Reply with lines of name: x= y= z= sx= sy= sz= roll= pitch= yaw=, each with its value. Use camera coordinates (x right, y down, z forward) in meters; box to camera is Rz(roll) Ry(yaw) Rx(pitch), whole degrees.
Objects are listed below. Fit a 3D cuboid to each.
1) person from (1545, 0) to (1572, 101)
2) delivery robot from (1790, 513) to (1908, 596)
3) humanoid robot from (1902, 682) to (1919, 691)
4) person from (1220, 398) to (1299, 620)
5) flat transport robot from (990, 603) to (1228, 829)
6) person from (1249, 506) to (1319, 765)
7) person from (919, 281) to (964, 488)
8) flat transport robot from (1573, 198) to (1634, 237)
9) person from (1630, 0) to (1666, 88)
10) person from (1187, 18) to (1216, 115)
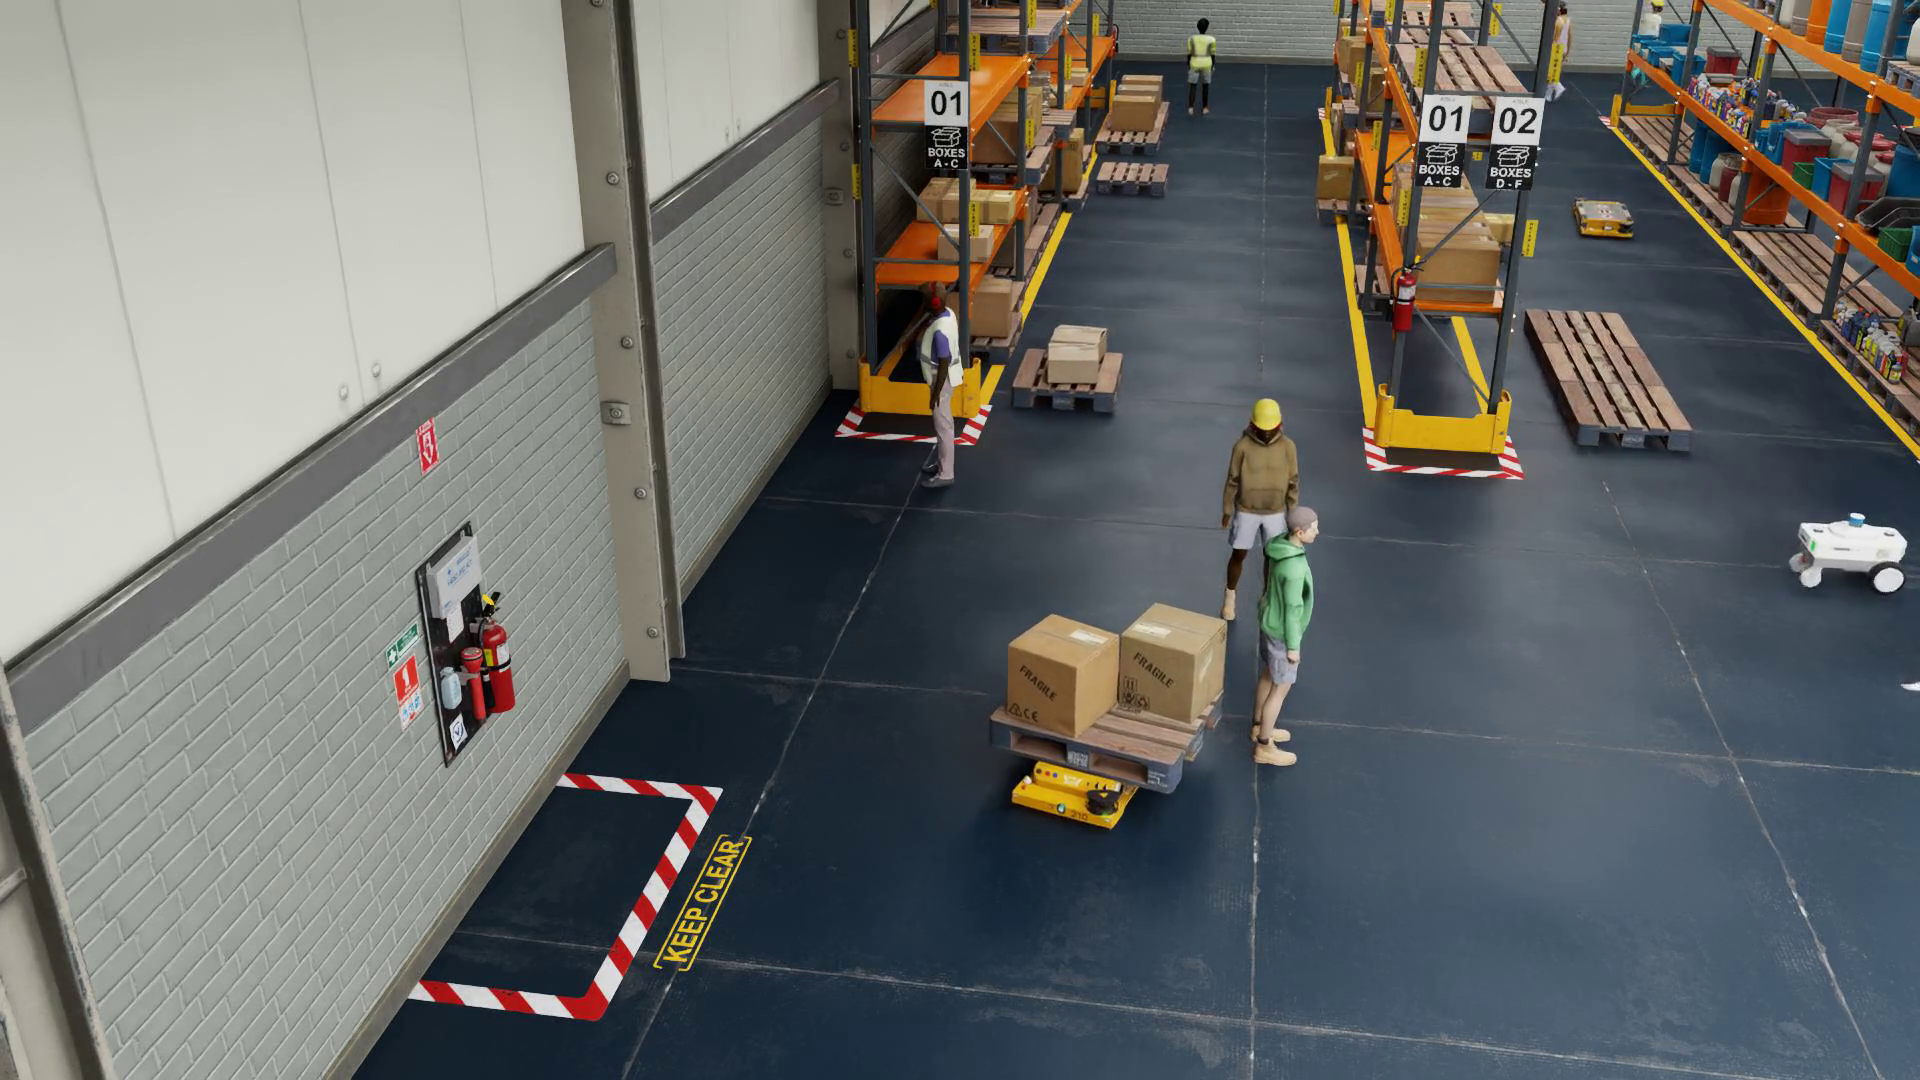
person: x=11.133 y=-9.078 z=30.936 sx=0.527 sy=1.831 sz=0.609 roll=-11 pitch=27 yaw=-22
delivery robot: x=6.885 y=0.095 z=12.837 sx=0.810 sy=0.612 sz=0.499 roll=3 pitch=25 yaw=7
humanoid robot: x=6.950 y=0.304 z=11.016 sx=0.945 sy=1.783 sz=0.550 roll=4 pitch=25 yaw=9
person: x=2.182 y=-0.223 z=12.091 sx=0.543 sy=1.745 sz=0.426 roll=1 pitch=25 yaw=2
flat transport robot: x=0.915 y=1.317 z=10.539 sx=0.659 sy=0.231 sz=1.431 roll=12 pitch=27 yaw=23
person: x=2.014 y=0.583 z=10.382 sx=0.317 sy=1.734 sz=0.477 roll=-1 pitch=25 yaw=-1
person: x=-0.163 y=-1.352 z=14.398 sx=0.389 sy=1.838 sz=0.563 roll=1 pitch=25 yaw=2
flat transport robot: x=8.811 y=-4.414 z=22.804 sx=0.659 sy=0.231 sz=1.431 roll=6 pitch=26 yaw=13
person: x=13.278 y=-9.604 z=32.156 sx=0.560 sy=1.748 sz=0.530 roll=-5 pitch=25 yaw=-10
person: x=4.324 y=-8.486 z=29.845 sx=0.535 sy=1.703 sz=0.335 roll=7 pitch=26 yaw=14
